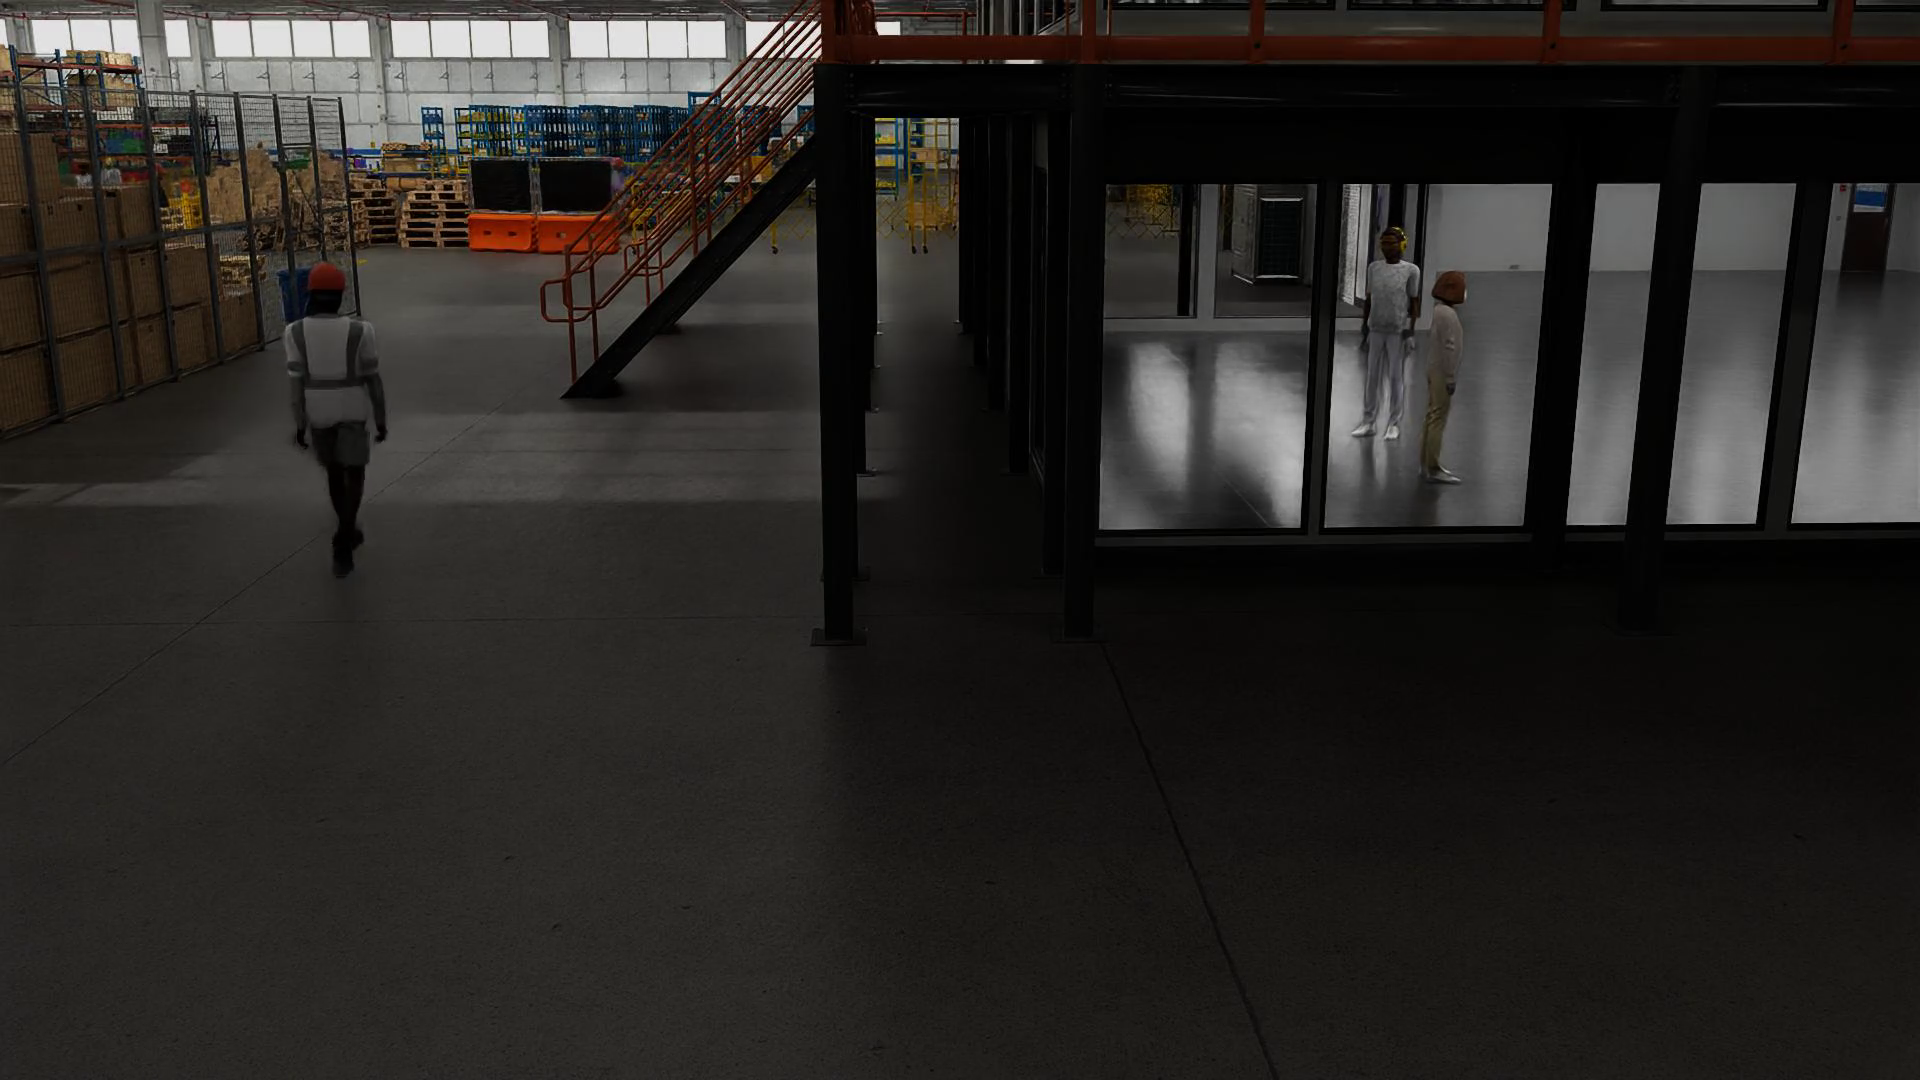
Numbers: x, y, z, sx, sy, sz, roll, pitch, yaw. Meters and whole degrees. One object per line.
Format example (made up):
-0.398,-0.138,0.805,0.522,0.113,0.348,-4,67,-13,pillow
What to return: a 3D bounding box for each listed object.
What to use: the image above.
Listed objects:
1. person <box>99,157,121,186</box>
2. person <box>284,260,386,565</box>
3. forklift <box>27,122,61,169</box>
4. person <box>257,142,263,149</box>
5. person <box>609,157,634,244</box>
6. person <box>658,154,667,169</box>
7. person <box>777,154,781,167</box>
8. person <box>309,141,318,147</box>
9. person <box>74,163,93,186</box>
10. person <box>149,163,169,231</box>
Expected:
-24.662,-10.215,48.337,0.597,1.808,0.744,0,14,-1,person
-3.945,-0.802,10.522,0.553,1.908,0.873,-2,14,-9,person
-35.376,-14.773,64.377,1.129,2.768,1.873,-1,14,-2,forklift
-31.935,-17.226,76.106,0.839,1.928,0.639,6,15,22,person
-7.905,-7.781,38.228,1.011,2.012,0.604,5,15,20,person
-11.427,-14.291,64.851,0.849,1.712,0.533,-7,16,-25,person
-8.009,-16.865,74.957,0.914,1.800,0.582,10,17,35,person
-36.349,-21.529,93.543,0.639,1.836,0.430,-3,14,-13,person
-24.244,-9.606,46.174,0.540,1.678,0.661,0,14,1,person
-15.560,-6.319,32.384,0.385,1.993,0.623,-9,17,-32,person
